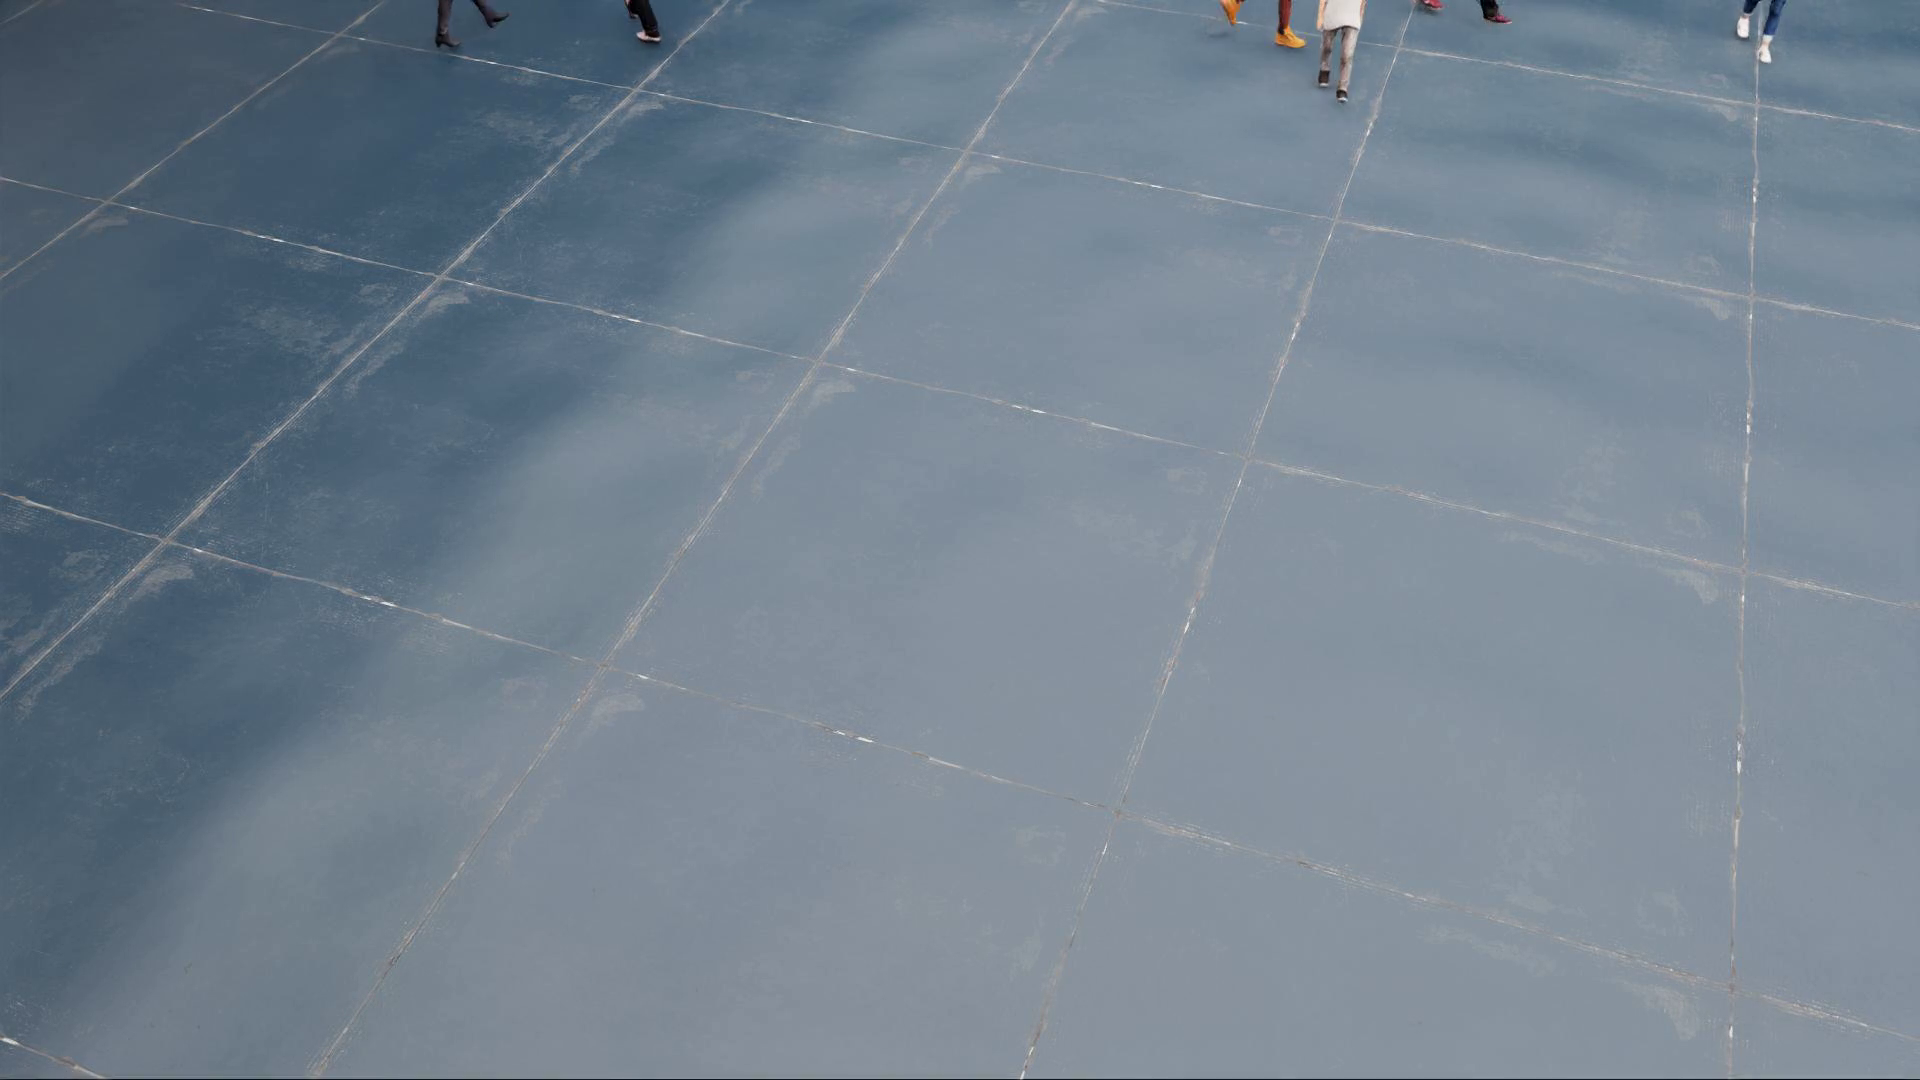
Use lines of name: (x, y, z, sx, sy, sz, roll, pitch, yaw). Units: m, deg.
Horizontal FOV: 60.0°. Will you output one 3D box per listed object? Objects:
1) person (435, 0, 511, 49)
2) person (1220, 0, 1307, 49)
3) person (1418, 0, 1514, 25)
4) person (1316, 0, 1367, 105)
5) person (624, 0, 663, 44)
person: (-4.450, -4.958, 14.242, 0.988, 1.555, 0.998, -24, 48, -24)
person: (2.674, -5.061, 14.244, 1.045, 1.702, 0.660, 11, 44, 11)
person: (4.454, -5.428, 14.599, 1.246, 1.755, 0.948, 31, 51, 29)
person: (3.143, -4.373, 13.727, 0.913, 1.402, 0.713, 5, 43, 6)
person: (-2.791, -5.062, 14.351, 1.022, 1.559, 1.156, -29, 50, -28)
